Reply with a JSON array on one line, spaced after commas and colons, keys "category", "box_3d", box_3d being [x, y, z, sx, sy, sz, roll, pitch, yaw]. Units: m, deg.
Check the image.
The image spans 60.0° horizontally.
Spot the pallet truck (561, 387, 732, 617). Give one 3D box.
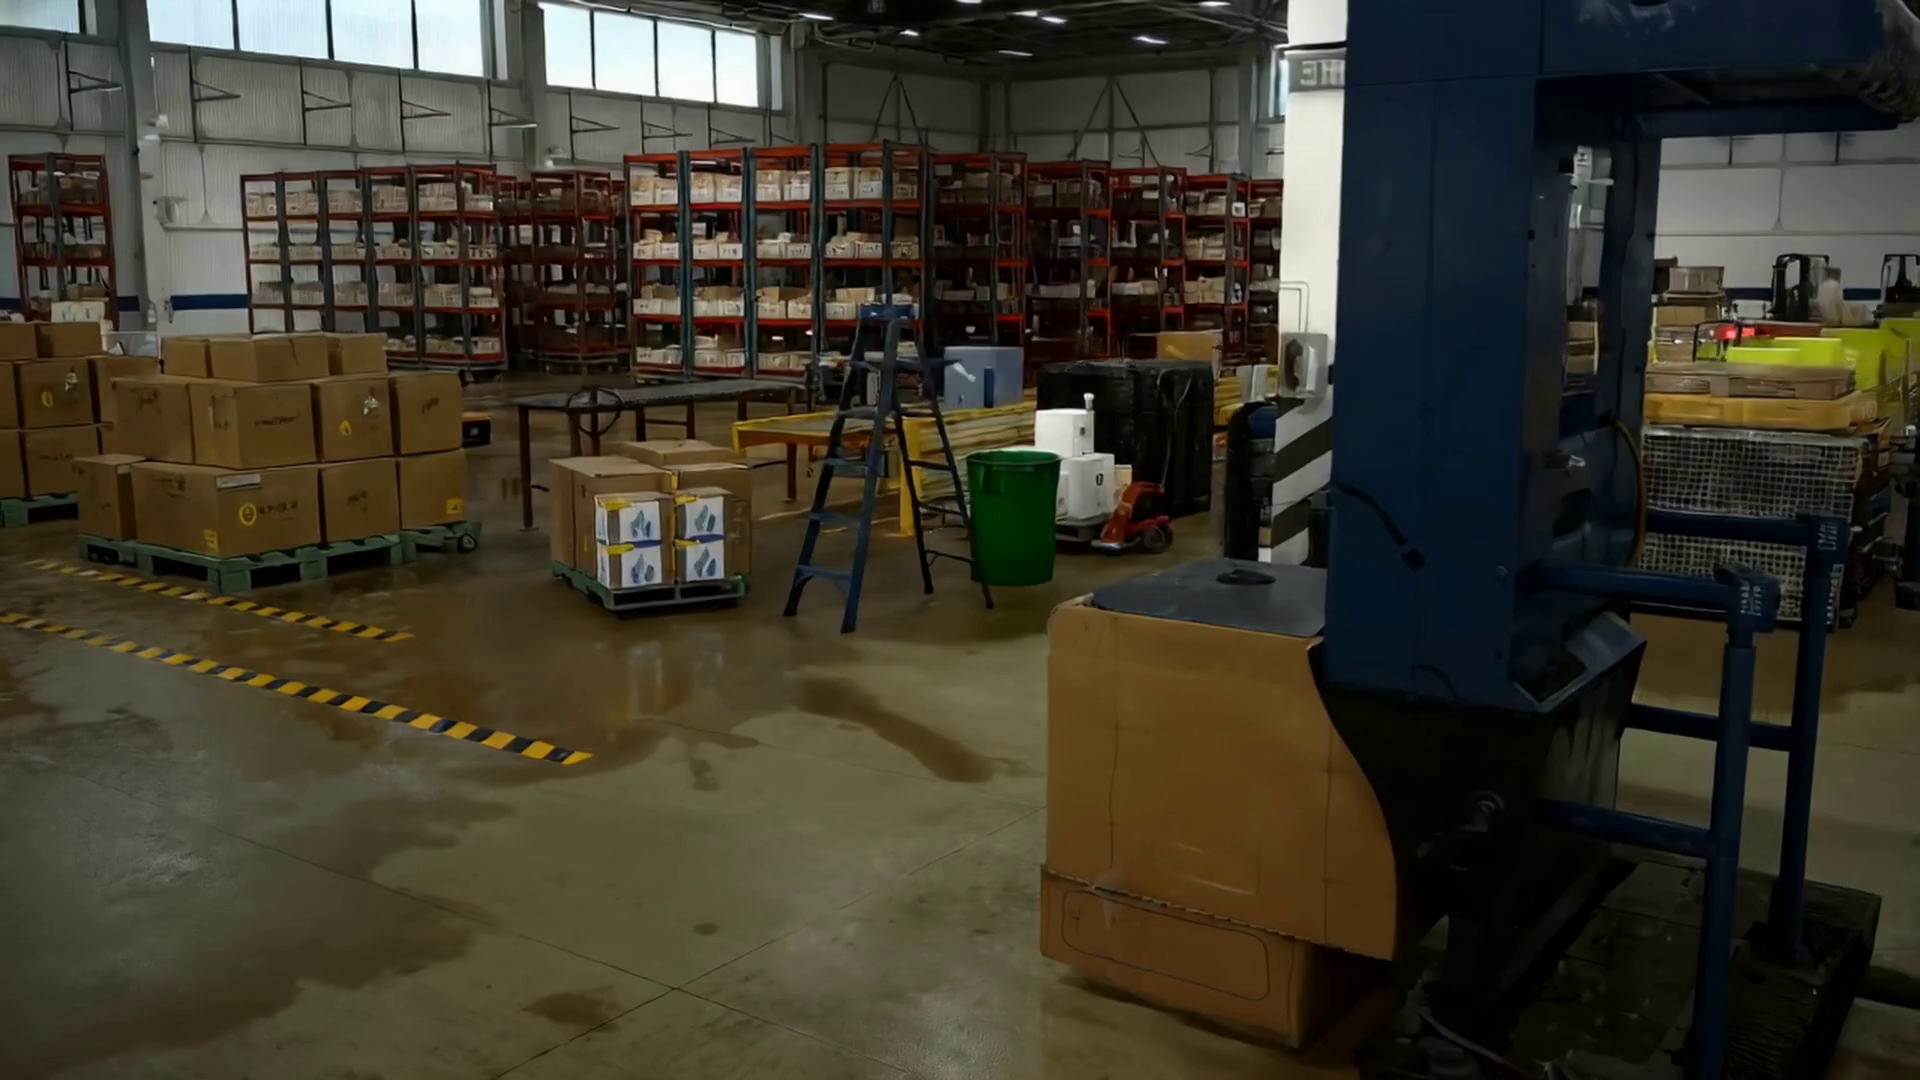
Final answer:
[{"category": "pallet truck", "box_3d": [-1.981, -0.274, 10.088, 0.680, 1.201, 1.601, -5, 11, -28]}]

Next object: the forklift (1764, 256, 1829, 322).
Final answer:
[{"category": "forklift", "box_3d": [20.253, -5.854, 40.139, 1.157, 1.987, 2.680, 7, 12, 35]}]

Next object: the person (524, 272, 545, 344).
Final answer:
[{"category": "person", "box_3d": [-9.793, -5.352, 38.615, 0.554, 1.797, 0.884, 5, 11, 27]}]

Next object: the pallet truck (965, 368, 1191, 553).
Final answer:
[{"category": "pallet truck", "box_3d": [0.845, -0.609, 11.869, 1.630, 1.274, 0.653, 7, 12, 35]}]

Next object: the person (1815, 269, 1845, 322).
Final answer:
[{"category": "person", "box_3d": [18.189, -4.745, 34.829, 0.940, 1.870, 0.637, -1, 10, -4]}]

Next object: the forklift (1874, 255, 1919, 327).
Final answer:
[{"category": "forklift", "box_3d": [22.089, -5.634, 38.796, 1.157, 1.987, 2.680, 6, 11, 33]}]

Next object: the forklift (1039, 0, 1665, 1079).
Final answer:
[{"category": "forklift", "box_3d": [1.249, -0.137, 4.360, 1.873, 2.768, 1.129, 7, 12, 35]}]
